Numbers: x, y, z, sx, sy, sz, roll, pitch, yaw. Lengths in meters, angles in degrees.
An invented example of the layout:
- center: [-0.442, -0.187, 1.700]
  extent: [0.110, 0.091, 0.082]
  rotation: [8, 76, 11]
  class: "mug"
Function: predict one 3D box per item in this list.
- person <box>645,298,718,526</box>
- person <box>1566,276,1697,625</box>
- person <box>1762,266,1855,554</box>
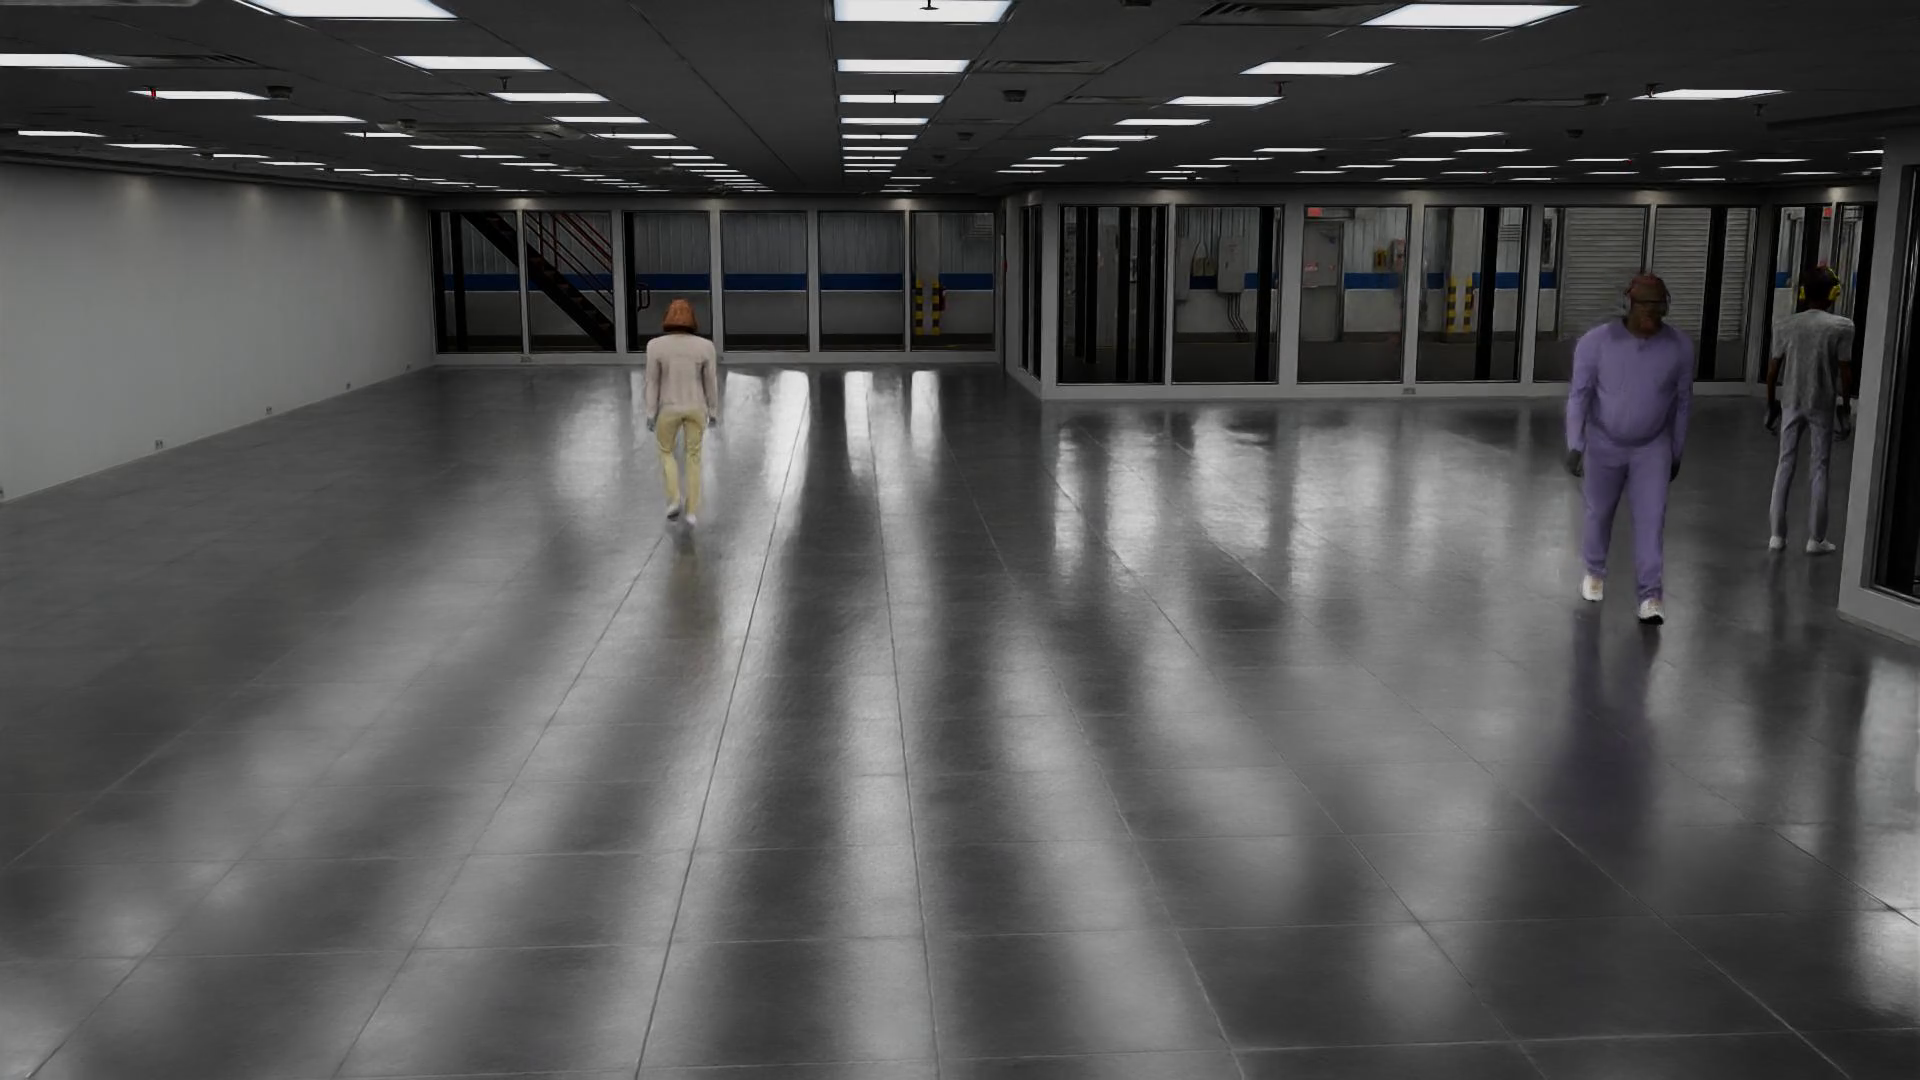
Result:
- center: [-1.994, -0.916, 11.910]
  extent: [0.523, 1.614, 0.517]
  rotation: [-3, 11, -17]
  class: "person"
- center: [3.643, -0.507, 9.079]
  extent: [0.657, 1.853, 1.014]
  rotation: [3, 11, 15]
  class: "person"
- center: [5.523, -0.839, 10.833]
  extent: [0.535, 1.864, 0.309]
  rotation: [9, 14, 39]
  class: "person"
